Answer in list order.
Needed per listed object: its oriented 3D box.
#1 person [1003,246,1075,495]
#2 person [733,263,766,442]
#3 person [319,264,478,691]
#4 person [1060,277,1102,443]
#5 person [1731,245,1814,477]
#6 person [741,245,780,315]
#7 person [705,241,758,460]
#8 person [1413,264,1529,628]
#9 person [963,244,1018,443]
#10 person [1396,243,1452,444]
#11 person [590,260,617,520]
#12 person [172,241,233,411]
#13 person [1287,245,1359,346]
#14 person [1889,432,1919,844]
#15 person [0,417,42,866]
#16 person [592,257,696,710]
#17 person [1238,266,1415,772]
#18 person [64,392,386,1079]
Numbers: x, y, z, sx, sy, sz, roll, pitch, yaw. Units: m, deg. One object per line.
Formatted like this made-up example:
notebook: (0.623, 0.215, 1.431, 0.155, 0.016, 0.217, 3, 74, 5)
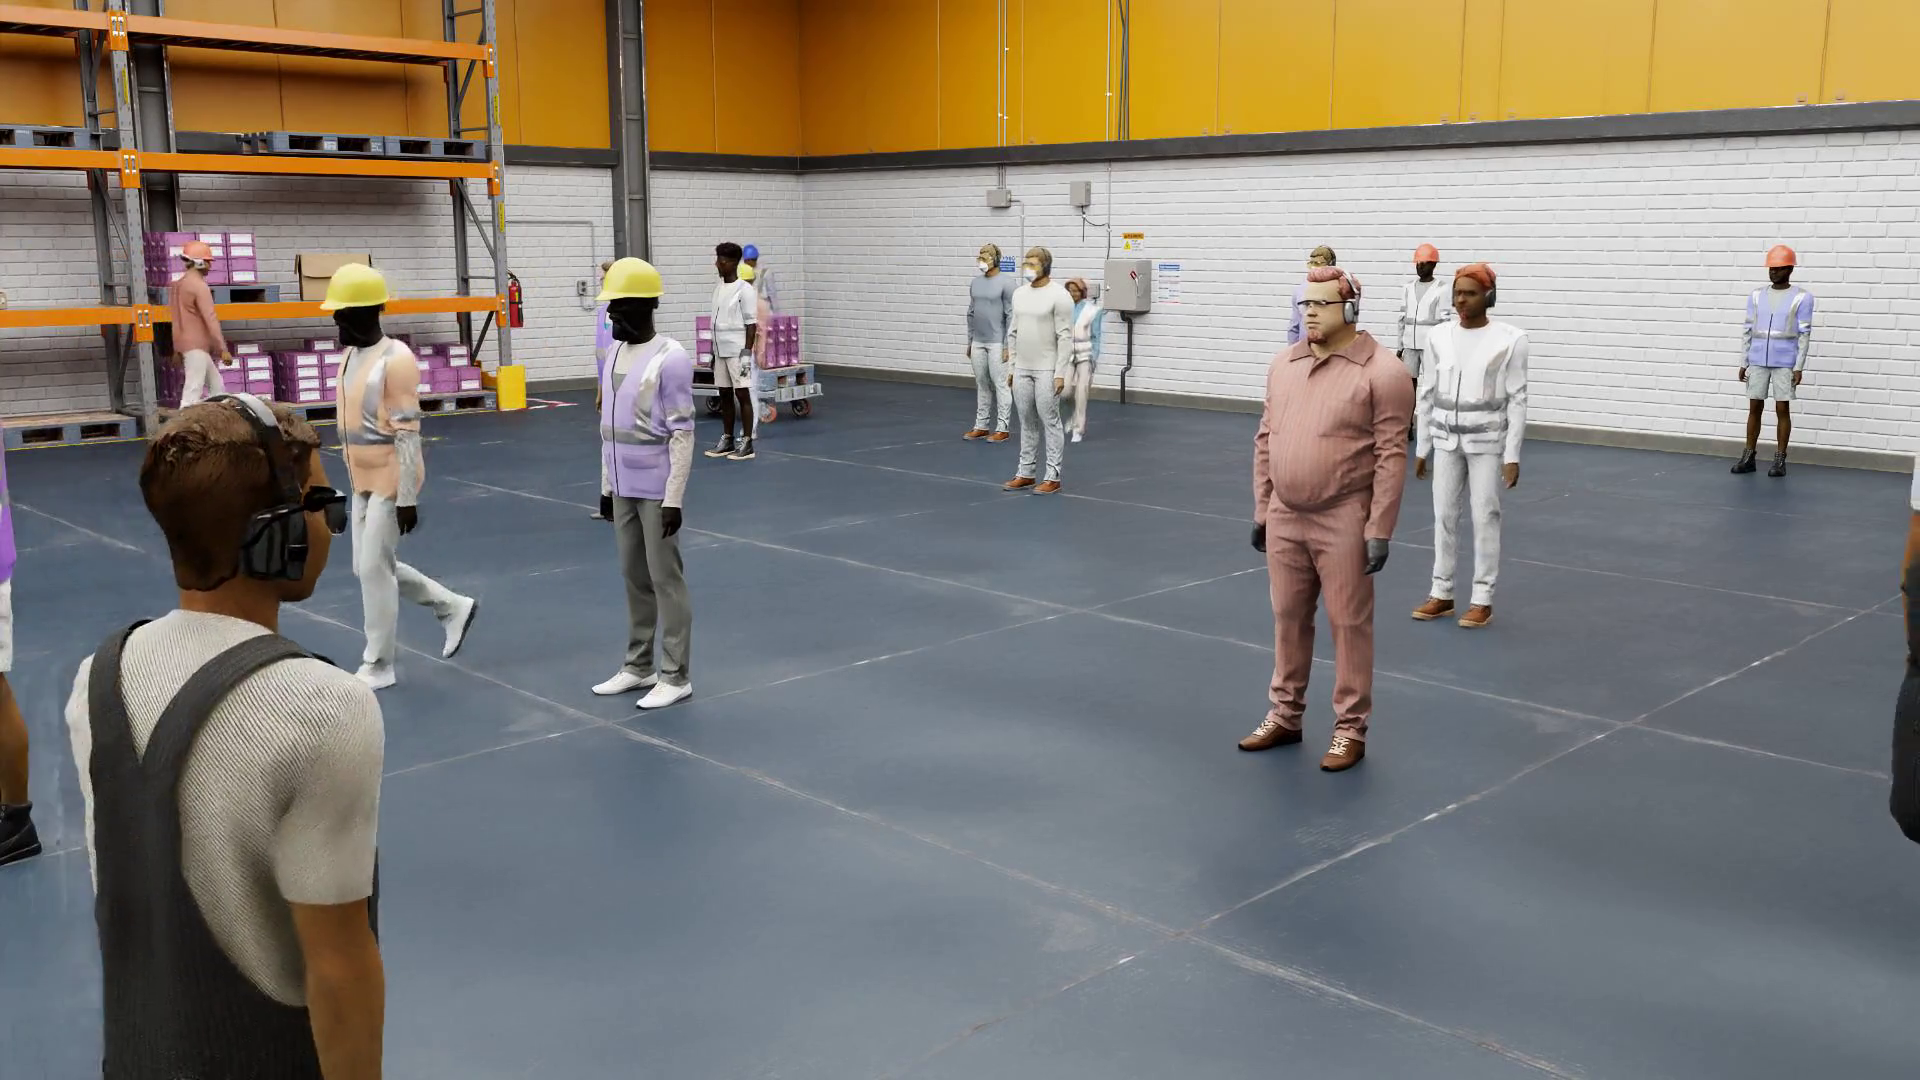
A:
person: (0.610, -1.323, 13.040, 0.631, 1.940, 0.372, 10, 15, 44)
person: (-2.119, -1.832, 16.295, 0.556, 1.751, 0.366, 8, 13, 36)
person: (-2.511, -0.273, 7.410, 0.669, 1.905, 0.586, -10, 14, -42)
person: (1.155, -1.775, 16.378, 0.512, 1.623, 0.437, 3, 11, 18)
person: (6.853, -1.504, 14.028, 0.545, 1.938, 0.355, 10, 15, 44)
person: (-2.799, -3.063, 22.718, 0.643, 1.893, 0.831, 7, 12, 33)
person: (-2.078, -1.714, 15.094, 0.607, 1.967, 0.367, 10, 15, 44)
person: (2.629, -0.479, 8.616, 0.599, 1.876, 0.355, 9, 14, 41)
person: (0.300, -1.923, 16.308, 0.631, 1.940, 0.372, 10, 15, 44)
person: (4.487, -1.898, 16.168, 0.545, 1.942, 0.349, 10, 15, 44)
person: (-2.367, -1.039, 11.730, 0.566, 1.849, 0.389, 10, 15, 44)
person: (-7.032, -1.800, 15.572, 0.818, 1.961, 0.623, -8, 13, -39)
person: (2.954, -1.441, 13.680, 0.631, 1.940, 0.372, 10, 15, 44)
person: (2.645, 0.265, 4.100, 0.698, 2.000, 0.692, -7, 12, -33)
person: (-3.220, 0.092, 5.313, 0.545, 1.942, 0.349, 10, 15, 44)
person: (-1.369, -0.241, 7.167, 0.587, 1.927, 0.364, 10, 15, 44)
person: (1.377, -0.083, 6.362, 0.643, 1.909, 0.410, 10, 15, 44)
person: (-0.863, 0.715, 2.229, 0.544, 1.823, 0.622, 5, 11, 25)
